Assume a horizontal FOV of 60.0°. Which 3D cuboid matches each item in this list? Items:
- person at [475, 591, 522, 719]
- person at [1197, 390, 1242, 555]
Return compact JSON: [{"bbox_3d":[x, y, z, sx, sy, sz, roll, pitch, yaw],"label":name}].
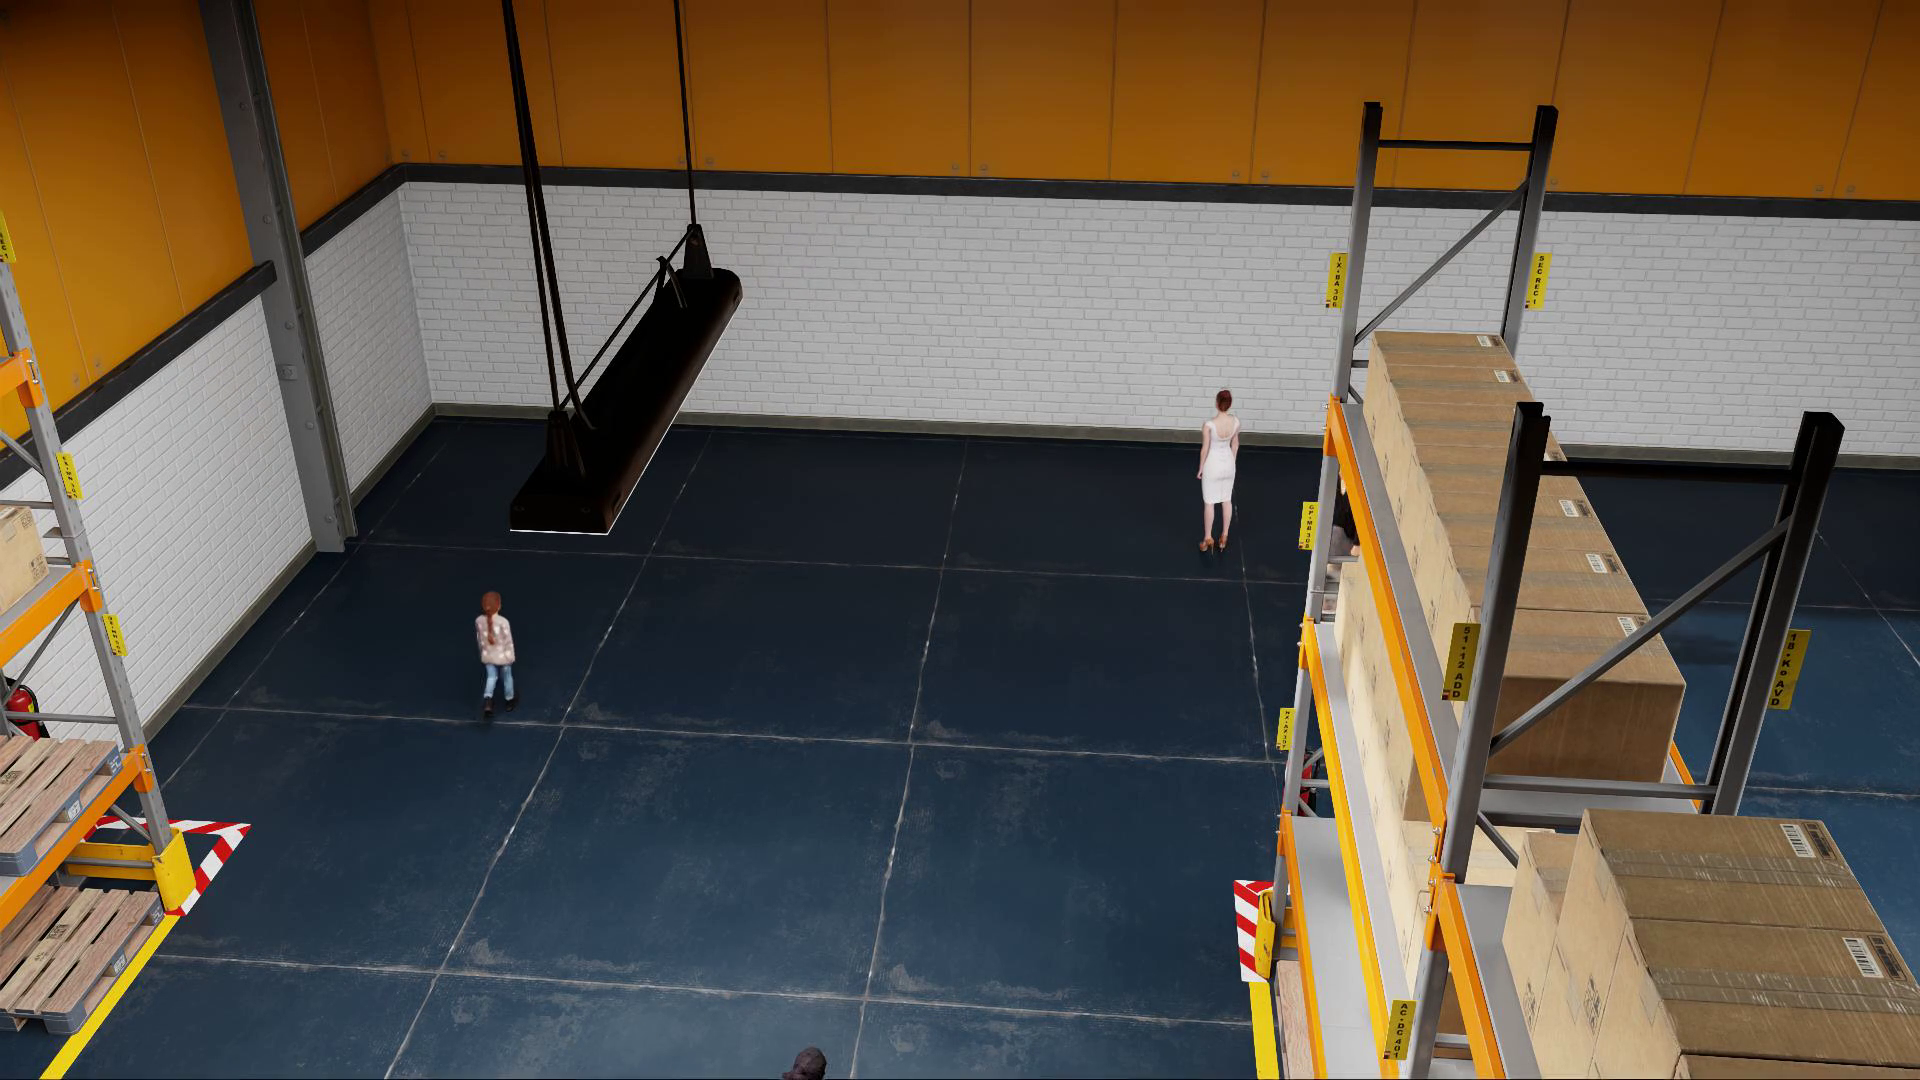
[{"bbox_3d":[-3.952,0.986,14.100,0.506,1.188,0.731,5,29,9],"label":"person"},{"bbox_3d":[2.572,-0.688,16.537,0.624,1.793,0.589,-8,30,-14],"label":"person"}]
